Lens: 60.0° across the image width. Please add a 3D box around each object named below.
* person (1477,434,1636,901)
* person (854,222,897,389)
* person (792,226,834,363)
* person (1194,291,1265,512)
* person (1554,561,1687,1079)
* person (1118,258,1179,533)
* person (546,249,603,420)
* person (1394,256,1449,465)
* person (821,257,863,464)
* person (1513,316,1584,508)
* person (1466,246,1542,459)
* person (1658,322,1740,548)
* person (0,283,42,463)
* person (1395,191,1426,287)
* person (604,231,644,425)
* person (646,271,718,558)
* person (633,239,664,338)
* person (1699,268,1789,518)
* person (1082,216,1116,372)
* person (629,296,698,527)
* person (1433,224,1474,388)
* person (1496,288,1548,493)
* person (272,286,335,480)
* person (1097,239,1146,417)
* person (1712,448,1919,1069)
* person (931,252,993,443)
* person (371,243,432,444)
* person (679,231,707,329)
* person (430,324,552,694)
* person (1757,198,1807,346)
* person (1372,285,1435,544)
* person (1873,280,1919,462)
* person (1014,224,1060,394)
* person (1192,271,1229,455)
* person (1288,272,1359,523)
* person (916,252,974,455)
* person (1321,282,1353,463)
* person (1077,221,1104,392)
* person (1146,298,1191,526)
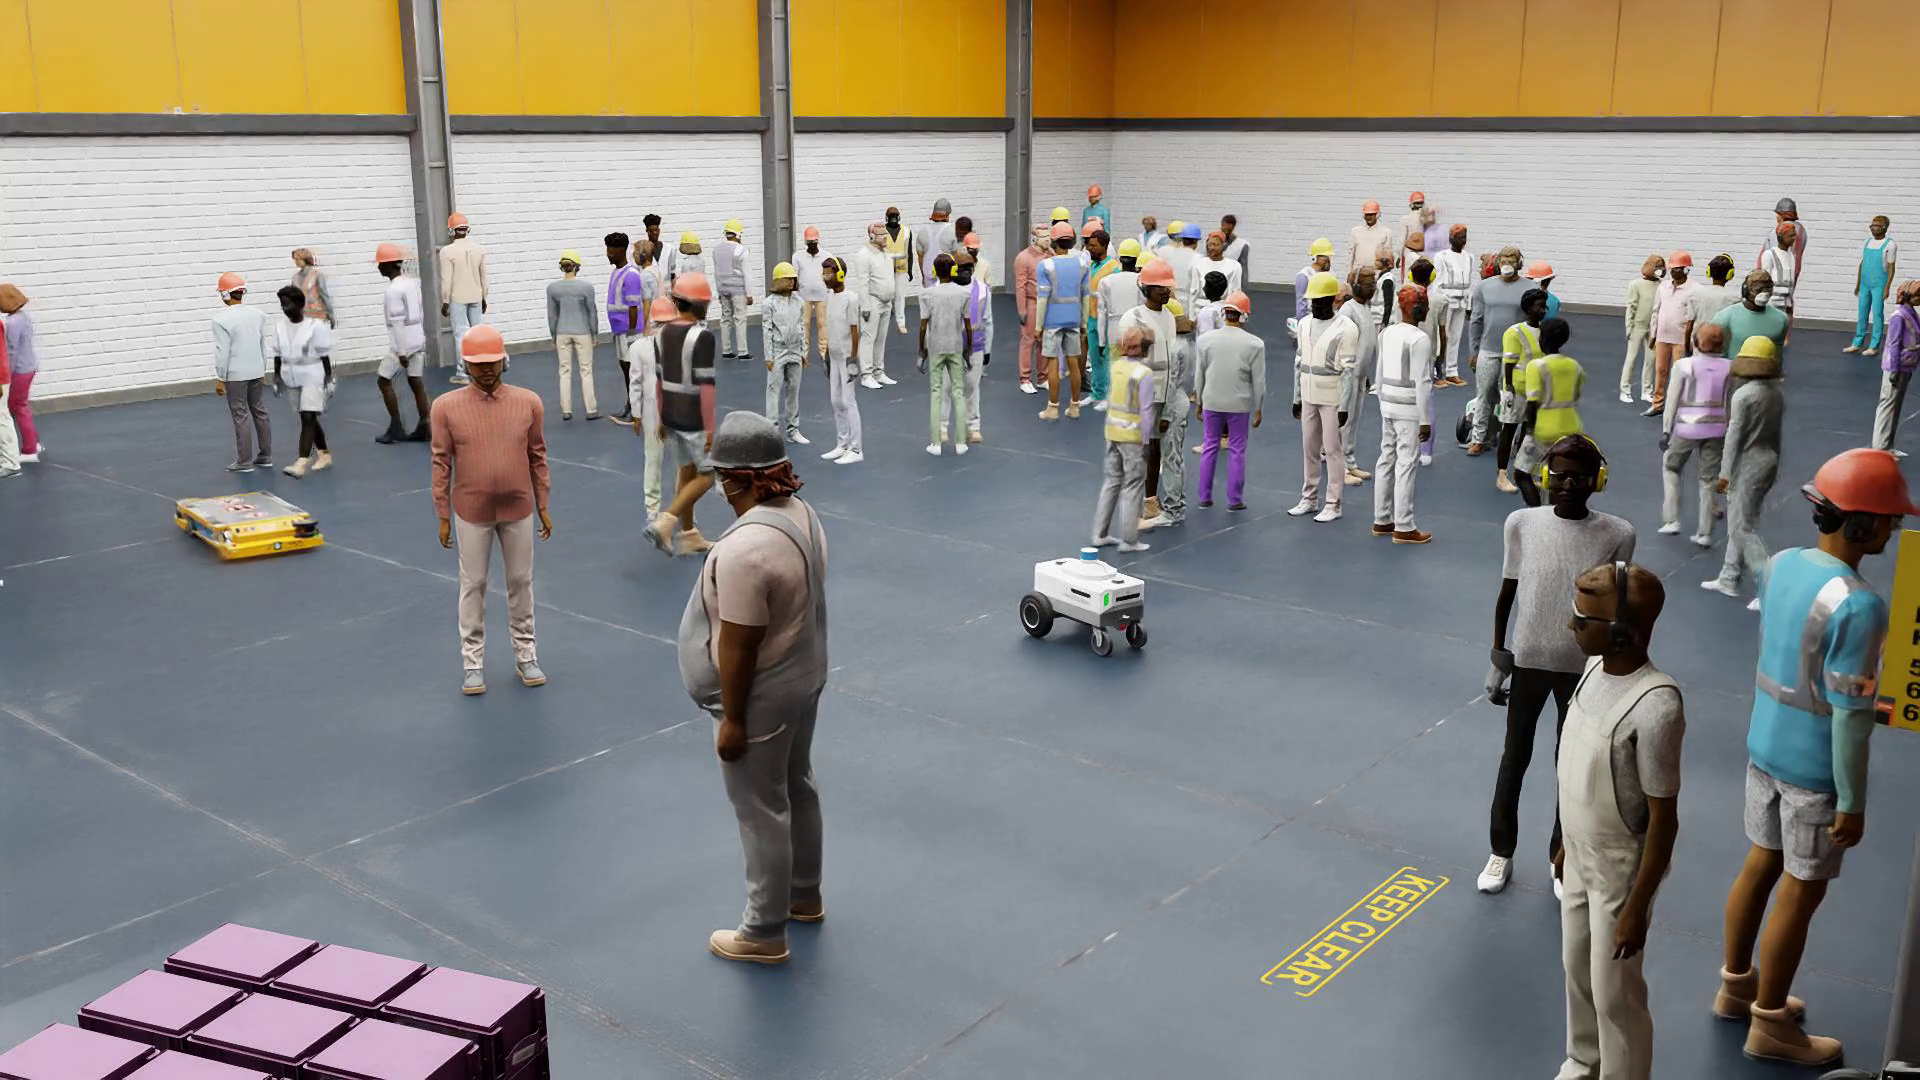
[{"bbox_3d":[2.331,0.503,6.508,0.515,1.873,0.329,5,15,19],"label":"person"},{"bbox_3d":[-0.954,-2.730,19.351,0.404,1.911,0.636,7,16,27],"label":"person"},{"bbox_3d":[-1.878,-3.131,21.267,0.572,1.751,0.329,-2,14,-6],"label":"person"},{"bbox_3d":[2.132,-1.088,13.136,0.574,1.738,0.354,6,15,24],"label":"person"},{"bbox_3d":[1.852,0.952,4.771,0.329,1.842,0.509,0,14,-1],"label":"person"},{"bbox_3d":[1.456,-1.085,12.507,0.377,2.043,0.608,14,19,43],"label":"person"},{"bbox_3d":[-3.979,-2.110,17.180,0.523,1.761,0.330,1,14,4],"label":"person"},{"bbox_3d":[4.088,-1.589,14.878,0.513,1.869,0.328,-1,14,-3],"label":"person"},{"bbox_3d":[-1.084,-1.621,15.040,0.344,1.856,0.525,-10,17,-34],"label":"person"},{"bbox_3d":[4.227,-0.758,11.936,0.569,1.671,0.380,-7,15,-25],"label":"person"},{"bbox_3d":[4.970,-1.715,15.235,0.628,1.940,0.373,6,15,22],"label":"person"},{"bbox_3d":[5.355,-0.768,12.096,0.580,1.615,0.524,0,14,0],"label":"person"},{"bbox_3d":[-8.533,-1.498,14.993,0.373,1.620,0.515,-5,15,-20],"label":"person"},{"bbox_3d":[7.097,-4.440,26.006,0.624,1.992,0.386,-4,15,-14],"label":"person"},{"bbox_3d":[-3.419,-2.162,16.984,0.376,1.958,0.603,-7,16,-25],"label":"person"},{"bbox_3d":[-1.940,-0.838,11.552,0.627,2.029,0.626,-13,19,-43],"label":"person"},{"bbox_3d":[-3.266,-2.225,17.461,0.346,1.847,0.506,2,14,9],"label":"person"},{"bbox_3d":[6.083,-1.134,12.911,0.629,1.940,0.377,-2,14,-8],"label":"person"},{"bbox_3d":[1.651,-3.039,20.591,0.407,1.908,0.641,-6,15,-23],"label":"person"},{"bbox_3d":[-2.227,-0.976,12.656,0.560,1.752,0.324,-4,15,-17],"label":"person"},{"bbox_3d":[5.739,-2.722,19.373,0.576,1.882,0.355,-7,16,-27],"label":"person"},{"bbox_3d":[4.712,-1.241,13.830,0.531,1.697,0.320,-8,16,-28],"label":"person"},{"bbox_3d":[-5.720,-1.353,14.360,0.539,1.644,0.865,4,15,15],"label":"person"},{"bbox_3d":[1.636,-1.972,16.280,0.584,1.928,0.373,4,15,17],"label":"person"},{"bbox_3d":[2.770,0.704,5.385,0.403,2.038,0.608,0,14,1],"label":"person"},{"bbox_3d":[0.011,-1.839,15.956,0.640,1.831,0.432,-3,14,-11],"label":"person"},{"bbox_3d":[-5.410,-1.870,15.911,0.651,1.916,0.557,2,14,6],"label":"person"},{"bbox_3d":[-3.276,-2.897,20.355,0.296,1.744,0.485,4,15,16],"label":"person"},{"bbox_3d":[-2.498,-0.164,8.923,0.622,1.992,0.396,-7,16,-25],"label":"person"},{"bbox_3d":[11.201,-3.659,22.794,0.684,2.000,0.535,-9,17,-32],"label":"person"},{"bbox_3d":[3.253,-0.915,12.157,0.355,1.880,0.574,-5,15,-19],"label":"person"},{"bbox_3d":[8.555,-1.542,15.151,0.306,1.640,0.522,12,18,40],"label":"person"},{"bbox_3d":[0.919,-2.638,18.984,0.640,1.910,0.407,-12,18,-39],"label":"person"},{"bbox_3d":[2.358,-1.638,15.418,0.321,1.695,0.537,10,17,36],"label":"person"},{"bbox_3d":[2.783,-1.101,12.821,0.397,1.920,0.587,-9,17,-33],"label":"person"},{"bbox_3d":[-0.138,-1.714,15.385,0.535,1.862,0.312,-2,14,-8],"label":"person"},{"bbox_3d":[3.388,-1.469,14.850,0.311,1.643,0.521,-2,14,-7],"label":"person"},{"bbox_3d":[1.493,-2.667,19.041,0.373,1.934,0.551,0,14,2],"label":"person"},{"bbox_3d":[1.593,-0.978,12.717,0.320,1.729,0.486,3,14,13],"label":"person"}]
